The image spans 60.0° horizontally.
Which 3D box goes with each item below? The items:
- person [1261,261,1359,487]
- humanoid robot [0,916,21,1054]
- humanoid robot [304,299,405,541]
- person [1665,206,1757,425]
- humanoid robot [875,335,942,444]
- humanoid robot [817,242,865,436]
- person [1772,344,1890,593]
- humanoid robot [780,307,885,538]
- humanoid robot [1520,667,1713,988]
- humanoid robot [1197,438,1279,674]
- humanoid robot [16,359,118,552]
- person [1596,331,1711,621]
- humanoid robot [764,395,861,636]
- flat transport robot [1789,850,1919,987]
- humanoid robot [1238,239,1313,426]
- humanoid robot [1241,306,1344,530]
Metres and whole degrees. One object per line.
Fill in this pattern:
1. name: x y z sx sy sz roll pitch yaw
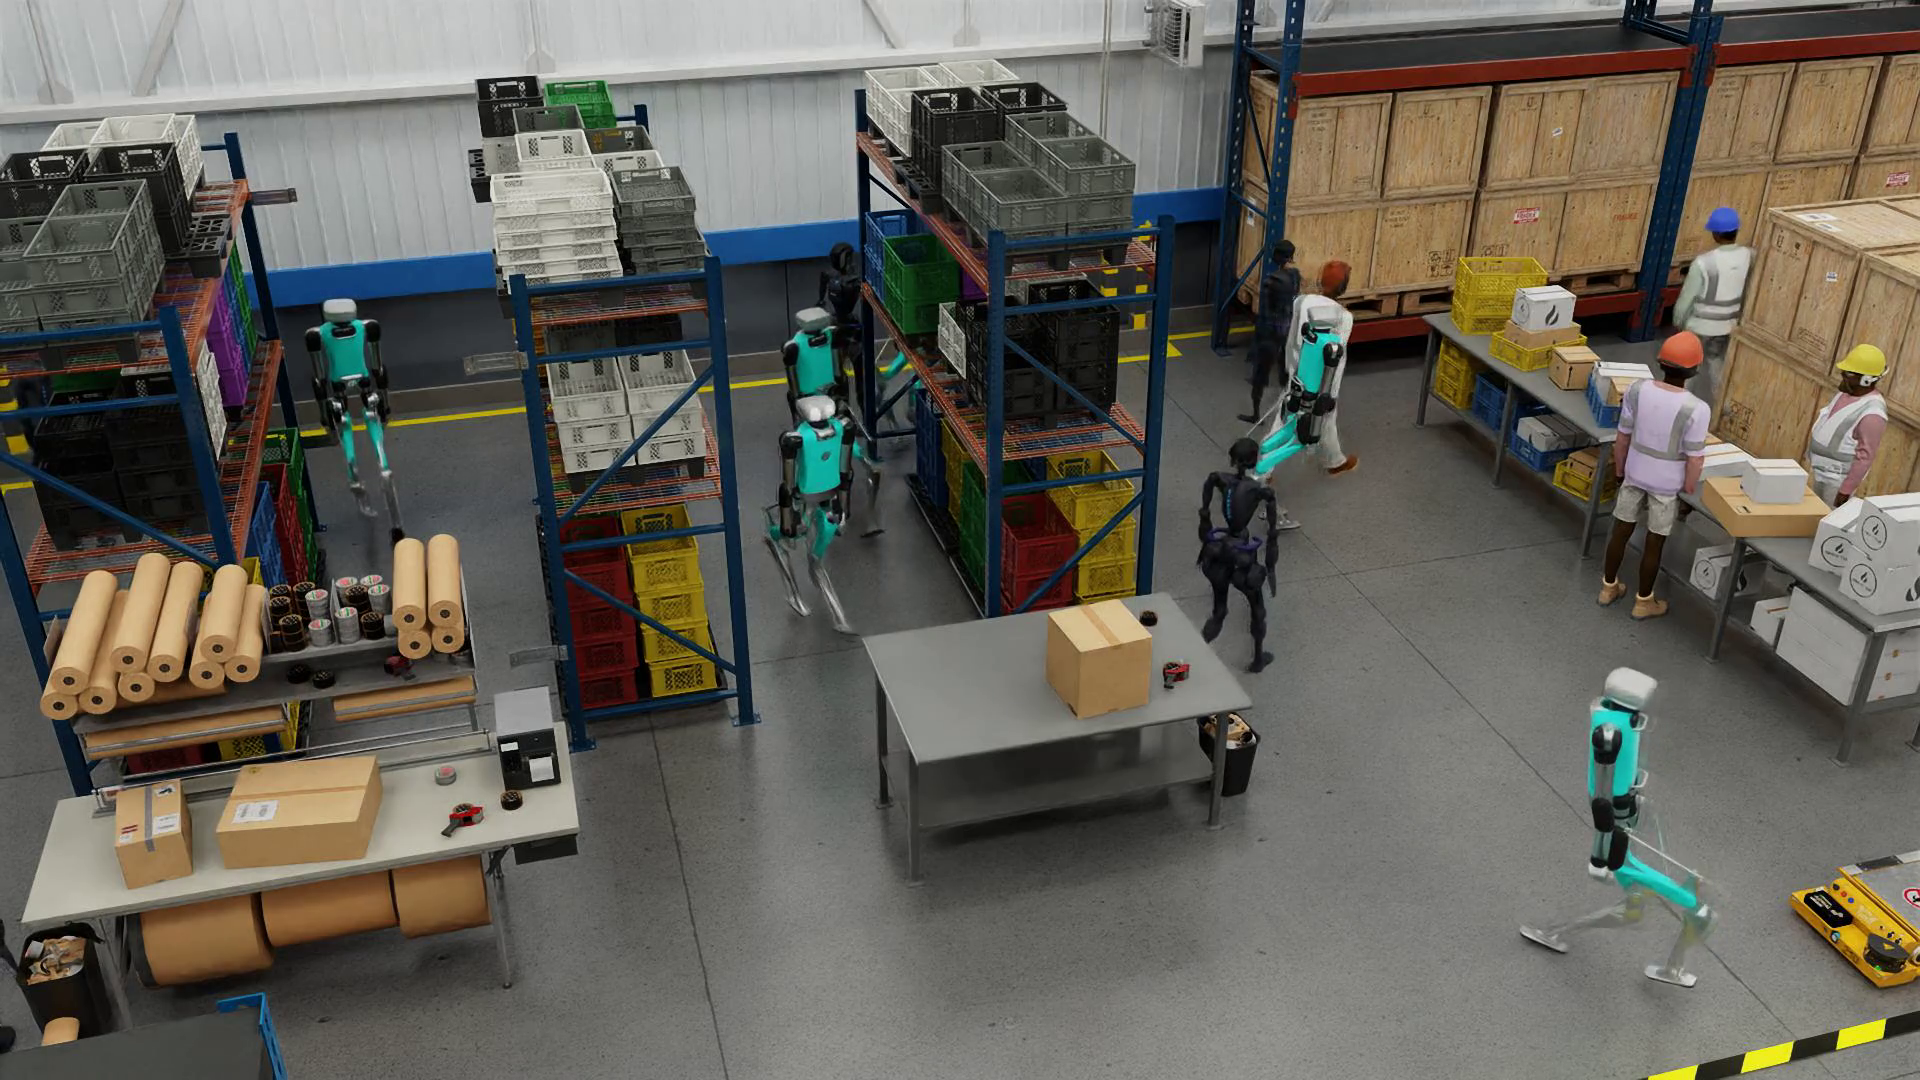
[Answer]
1. person: 2.708 -1.264 12.839 0.970 1.838 0.631 -21 35 -33
2. humanoid robot: -4.541 1.876 7.354 0.608 1.639 0.781 -11 31 -19
3. humanoid robot: -4.361 -0.817 12.195 0.549 1.836 0.884 -16 33 -27
4. person: 6.195 -1.812 13.736 0.628 1.924 0.579 -7 29 -12
5. humanoid robot: -0.447 -1.521 13.426 0.547 1.773 0.832 23 36 35
6. humanoid robot: -0.934 -1.665 13.726 0.589 1.652 0.324 18 33 29
7. person: 6.004 -0.482 11.413 0.404 1.834 0.586 4 29 7
8. humanoid robot: -0.845 -0.755 12.078 0.538 1.781 1.020 -24 37 -37
9. humanoid robot: 3.356 1.476 8.021 1.045 1.769 0.534 15 32 25
10. humanoid robot: 1.739 0.113 10.544 0.590 1.647 0.535 20 35 32
11. humanoid robot: -6.354 -0.645 11.869 0.616 1.641 0.376 -3 29 -5
12. person: 4.637 -0.421 11.084 0.365 2.048 0.606 -21 35 -33
13. humanoid robot: -1.018 -0.185 10.973 0.542 1.761 0.922 -19 34 -30
14. flat transport robot: 5.163 1.916 8.676 1.431 0.231 0.659 -8 30 -14
15. humanoid robot: 2.684 -1.666 13.760 0.675 1.633 0.598 25 37 37
16. humanoid robot: 2.340 -0.871 12.118 0.737 1.690 0.530 -5 29 -10
